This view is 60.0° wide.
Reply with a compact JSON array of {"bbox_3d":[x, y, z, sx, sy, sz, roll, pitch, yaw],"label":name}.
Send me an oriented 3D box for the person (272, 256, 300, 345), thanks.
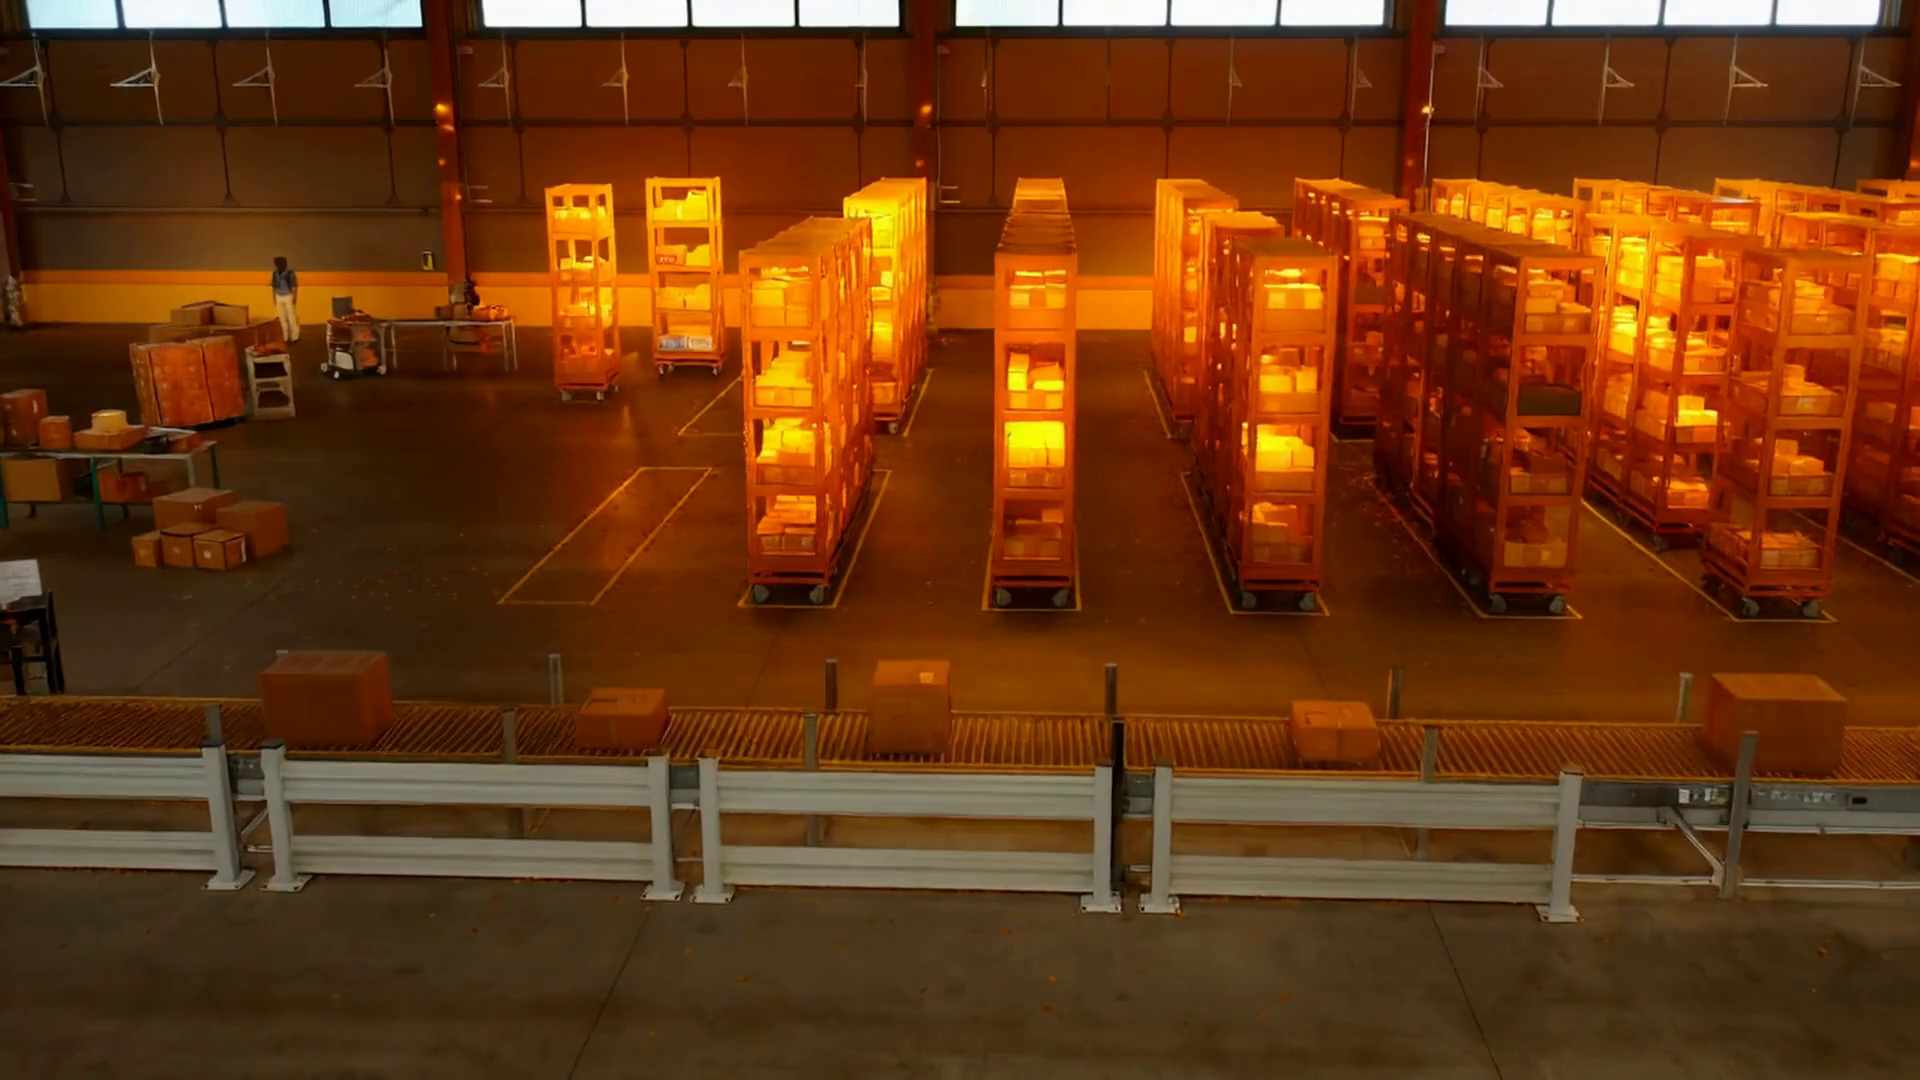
[{"bbox_3d":[-14.020,-4.979,34.535,0.630,1.840,0.429,7,16,24],"label":"person"}]
